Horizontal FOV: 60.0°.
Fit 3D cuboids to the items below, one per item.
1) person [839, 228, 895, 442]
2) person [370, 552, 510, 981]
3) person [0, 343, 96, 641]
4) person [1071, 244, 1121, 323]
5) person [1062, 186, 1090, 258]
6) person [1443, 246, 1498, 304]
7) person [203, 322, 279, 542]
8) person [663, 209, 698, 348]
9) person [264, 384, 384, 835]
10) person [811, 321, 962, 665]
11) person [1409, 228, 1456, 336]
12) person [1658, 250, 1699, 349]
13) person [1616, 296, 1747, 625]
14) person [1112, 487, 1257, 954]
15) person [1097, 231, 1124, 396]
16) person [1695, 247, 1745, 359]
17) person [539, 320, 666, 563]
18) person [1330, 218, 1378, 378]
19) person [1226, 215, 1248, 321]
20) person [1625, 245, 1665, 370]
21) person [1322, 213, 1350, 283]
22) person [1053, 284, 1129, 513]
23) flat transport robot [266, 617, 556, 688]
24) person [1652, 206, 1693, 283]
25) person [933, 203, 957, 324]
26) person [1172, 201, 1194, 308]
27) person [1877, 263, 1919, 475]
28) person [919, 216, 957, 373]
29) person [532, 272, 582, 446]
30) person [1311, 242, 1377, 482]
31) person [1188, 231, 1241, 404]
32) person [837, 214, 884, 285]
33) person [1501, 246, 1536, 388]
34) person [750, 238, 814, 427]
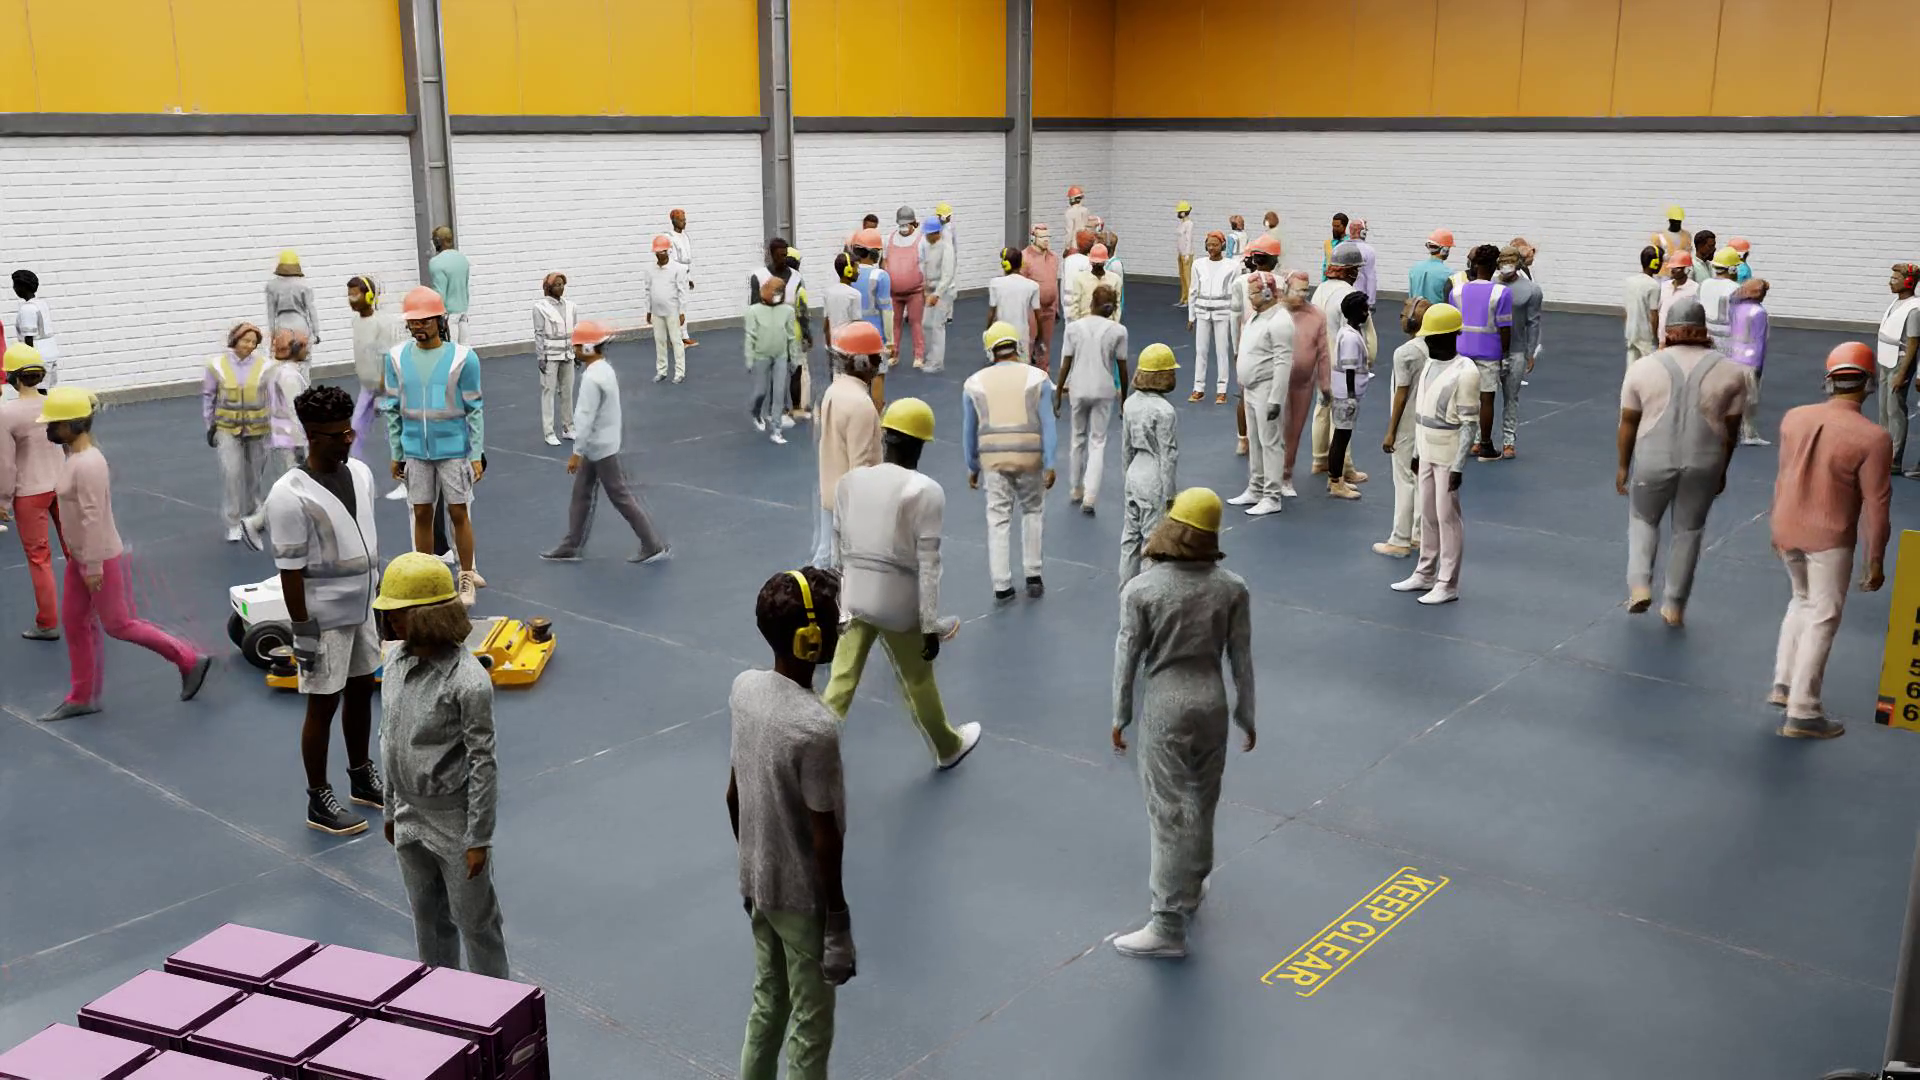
[{"bbox_3d":[-0.867,-1.958,15.994,0.608,2.044,0.371,10,17,35],"label":"person"},{"bbox_3d":[-1.651,0.884,5.245,0.487,1.744,0.294,9,17,32],"label":"person"},{"bbox_3d":[-5.444,-0.281,9.857,0.311,1.769,0.522,8,16,29],"label":"person"},{"bbox_3d":[1.495,-2.369,18.237,0.560,1.744,0.338,-2,14,-7],"label":"person"},{"bbox_3d":[1.943,-4.936,27.992,0.393,1.995,0.612,12,18,40],"label":"person"},{"bbox_3d":[5.111,-2.004,16.586,0.626,1.843,0.430,1,14,2],"label":"person"},{"bbox_3d":[-5.239,-0.788,12.197,0.538,1.604,0.566,-6,15,-22],"label":"person"},{"bbox_3d":[-3.837,-3.576,22.785,0.354,1.883,0.576,5,15,20],"label":"person"},{"bbox_3d":[-2.687,0.296,7.171,0.370,1.958,0.599,4,15,15],"label":"person"},{"bbox_3d":[-0.496,-0.258,9.390,0.990,1.942,0.647,-7,15,-24],"label":"person"},{"bbox_3d":[4.815,-2.168,16.961,0.398,1.987,0.607,-9,17,-32],"label":"person"},{"bbox_3d":[7.375,-2.107,17.174,0.342,1.751,0.564,-8,16,-30],"label":"person"},{"bbox_3d":[4.375,-0.495,10.151,0.696,2.000,0.547,5,15,19],"label":"person"},{"bbox_3d":[0.816,0.663,6.222,0.563,1.699,0.599,-3,14,-12],"label":"person"},{"bbox_3d":[1.670,-2.539,18.718,0.325,1.843,0.517,-3,14,-11],"label":"person"},{"bbox_3d":[7.510,-1.967,16.447,0.403,1.837,0.591,-5,15,-19],"label":"person"},{"bbox_3d":[-2.485,-0.666,11.518,0.883,1.712,0.573,-2,14,-7],"label":"person"},{"bbox_3d":[4.767,-2.910,20.073,0.407,1.910,0.639,-12,18,-39],"label":"person"},{"bbox_3d":[4.313,-4.233,25.929,0.315,1.630,0.511,12,18,39],"label":"person"},{"bbox_3d":[6.760,-1.965,16.416,0.372,1.859,0.520,-4,15,-15],"label":"person"},{"bbox_3d":[4.896,-3.242,21.404,0.389,1.911,0.591,-9,17,-32],"label":"person"},{"bbox_3d":[1.028,-1.111,13.131,0.586,1.799,0.771,4,15,17],"label":"person"},{"bbox_3d":[-3.042,0.618,9.293,1.431,0.197,0.652,-1,14,-4],"label":"flat transport robot"},{"bbox_3d":[10.111,-3.823,23.749,0.601,1.894,0.881,-2,14,-9],"label":"person"},{"bbox_3d":[-0.245,-4.227,25.485,0.403,1.834,0.589,0,14,2],"label":"person"},{"bbox_3d":[3.734,-4.763,27.783,0.340,1.761,0.527,-3,14,-10],"label":"person"},{"bbox_3d":[8.170,-1.483,14.495,0.389,1.846,0.567,3,14,11],"label":"person"},{"bbox_3d":[-0.302,-3.012,20.457,0.494,1.918,0.657,-9,16,-31],"label":"person"},{"bbox_3d":[-3.850,-1.738,15.925,0.309,1.645,0.514,10,17,34],"label":"person"},{"bbox_3d":[3.303,-1.529,14.283,0.538,2.000,0.684,-4,15,-16],"label":"person"},{"bbox_3d":[2.772,-2.435,18.226,0.580,1.883,0.352,6,15,23],"label":"person"},{"bbox_3d":[-1.248,-3.238,21.425,0.693,1.884,0.579,3,14,14],"label":"person"},{"bbox_3d":[6.505,-2.597,19.361,0.312,1.642,0.512,10,17,35],"label":"person"},{"bbox_3d":[-1.761,-2.092,16.814,0.708,1.896,0.609,14,19,43],"label":"person"}]
